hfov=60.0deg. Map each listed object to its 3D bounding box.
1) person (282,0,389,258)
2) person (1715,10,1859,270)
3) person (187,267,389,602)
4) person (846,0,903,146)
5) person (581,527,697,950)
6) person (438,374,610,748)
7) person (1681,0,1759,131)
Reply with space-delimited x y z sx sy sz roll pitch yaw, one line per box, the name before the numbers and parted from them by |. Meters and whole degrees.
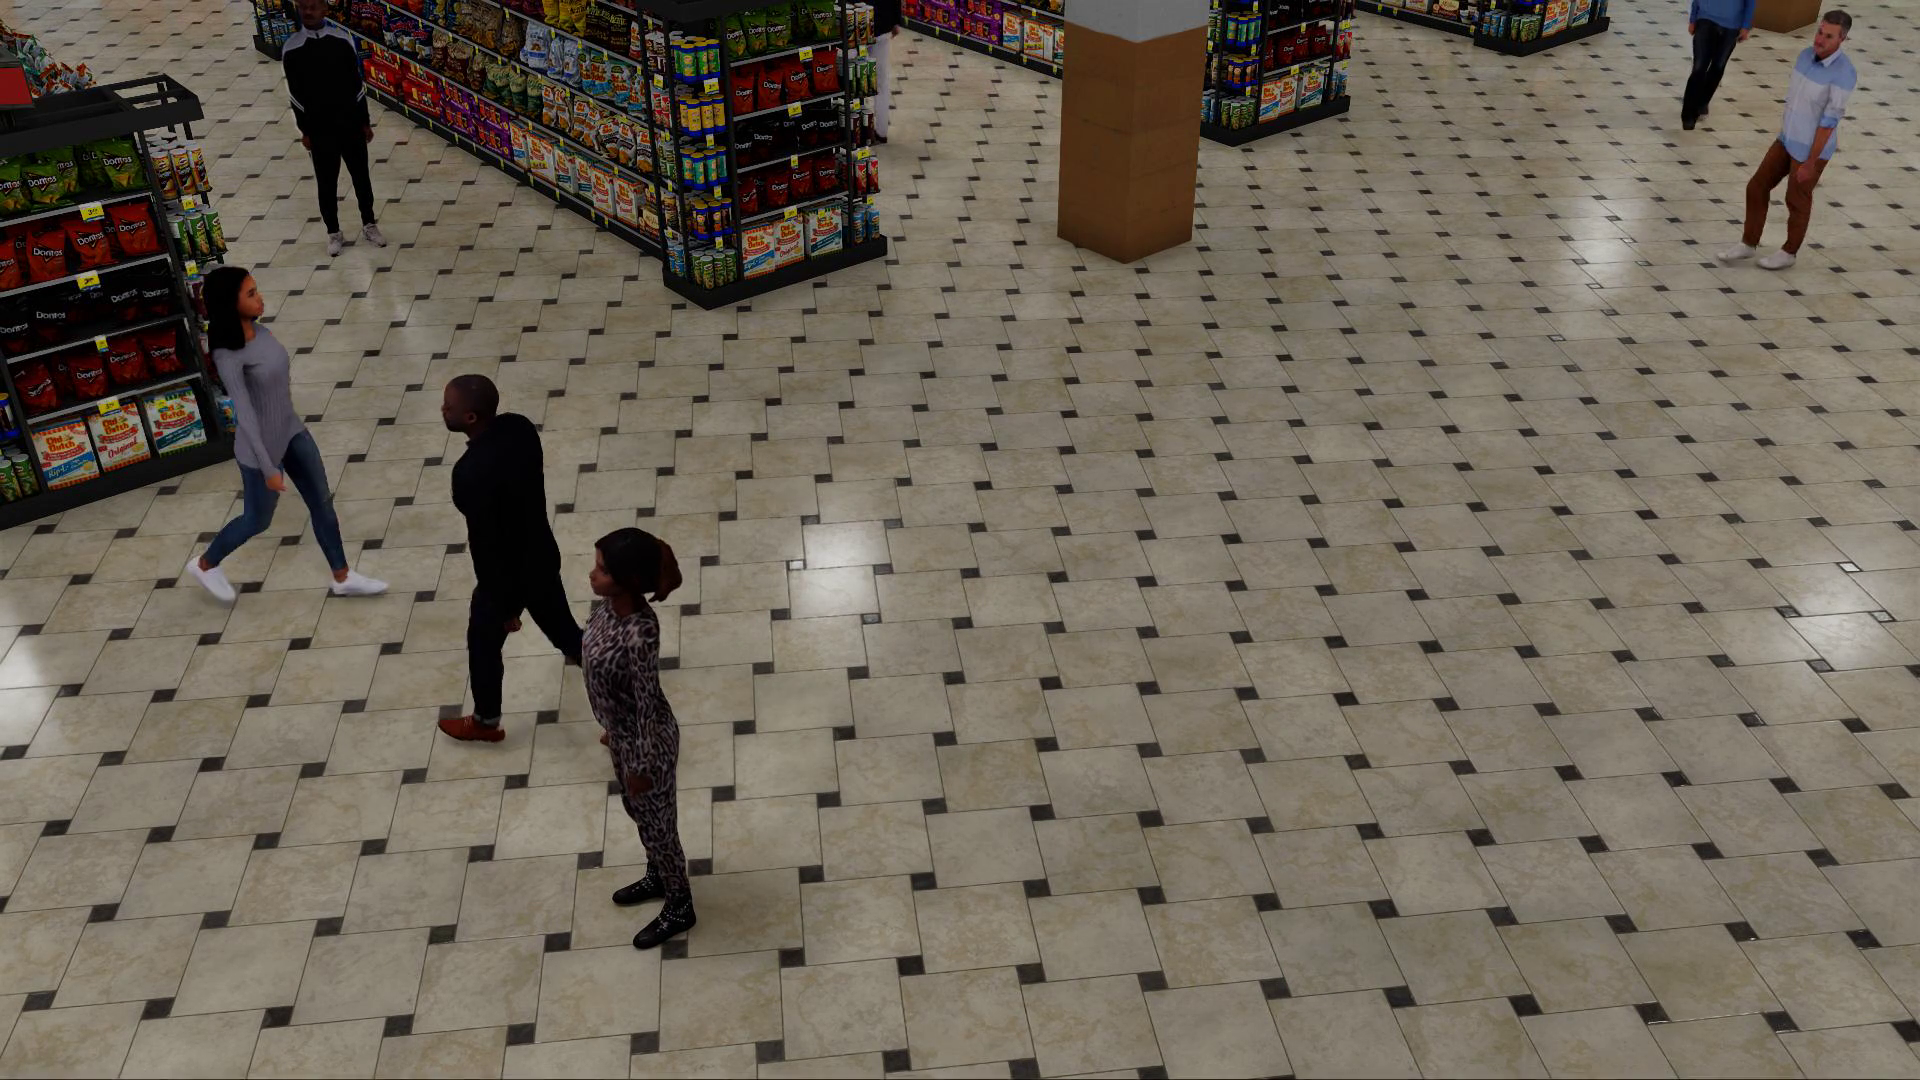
person | -4.373 -2.932 11.601 0.696 1.828 0.616 -16 35 -24
person | 5.758 -2.673 11.212 0.924 1.798 0.856 -7 32 -10
person | -3.282 -0.413 7.672 1.158 1.700 1.104 2 32 4
person | -0.678 -4.104 13.487 0.760 1.824 0.725 -16 35 -24
person | -1.128 0.703 5.872 0.698 1.709 0.595 -14 34 -21
person | -1.686 0.159 6.682 1.317 1.776 1.136 9 33 15
person | 6.396 -4.368 13.974 1.237 1.758 1.116 11 34 17
